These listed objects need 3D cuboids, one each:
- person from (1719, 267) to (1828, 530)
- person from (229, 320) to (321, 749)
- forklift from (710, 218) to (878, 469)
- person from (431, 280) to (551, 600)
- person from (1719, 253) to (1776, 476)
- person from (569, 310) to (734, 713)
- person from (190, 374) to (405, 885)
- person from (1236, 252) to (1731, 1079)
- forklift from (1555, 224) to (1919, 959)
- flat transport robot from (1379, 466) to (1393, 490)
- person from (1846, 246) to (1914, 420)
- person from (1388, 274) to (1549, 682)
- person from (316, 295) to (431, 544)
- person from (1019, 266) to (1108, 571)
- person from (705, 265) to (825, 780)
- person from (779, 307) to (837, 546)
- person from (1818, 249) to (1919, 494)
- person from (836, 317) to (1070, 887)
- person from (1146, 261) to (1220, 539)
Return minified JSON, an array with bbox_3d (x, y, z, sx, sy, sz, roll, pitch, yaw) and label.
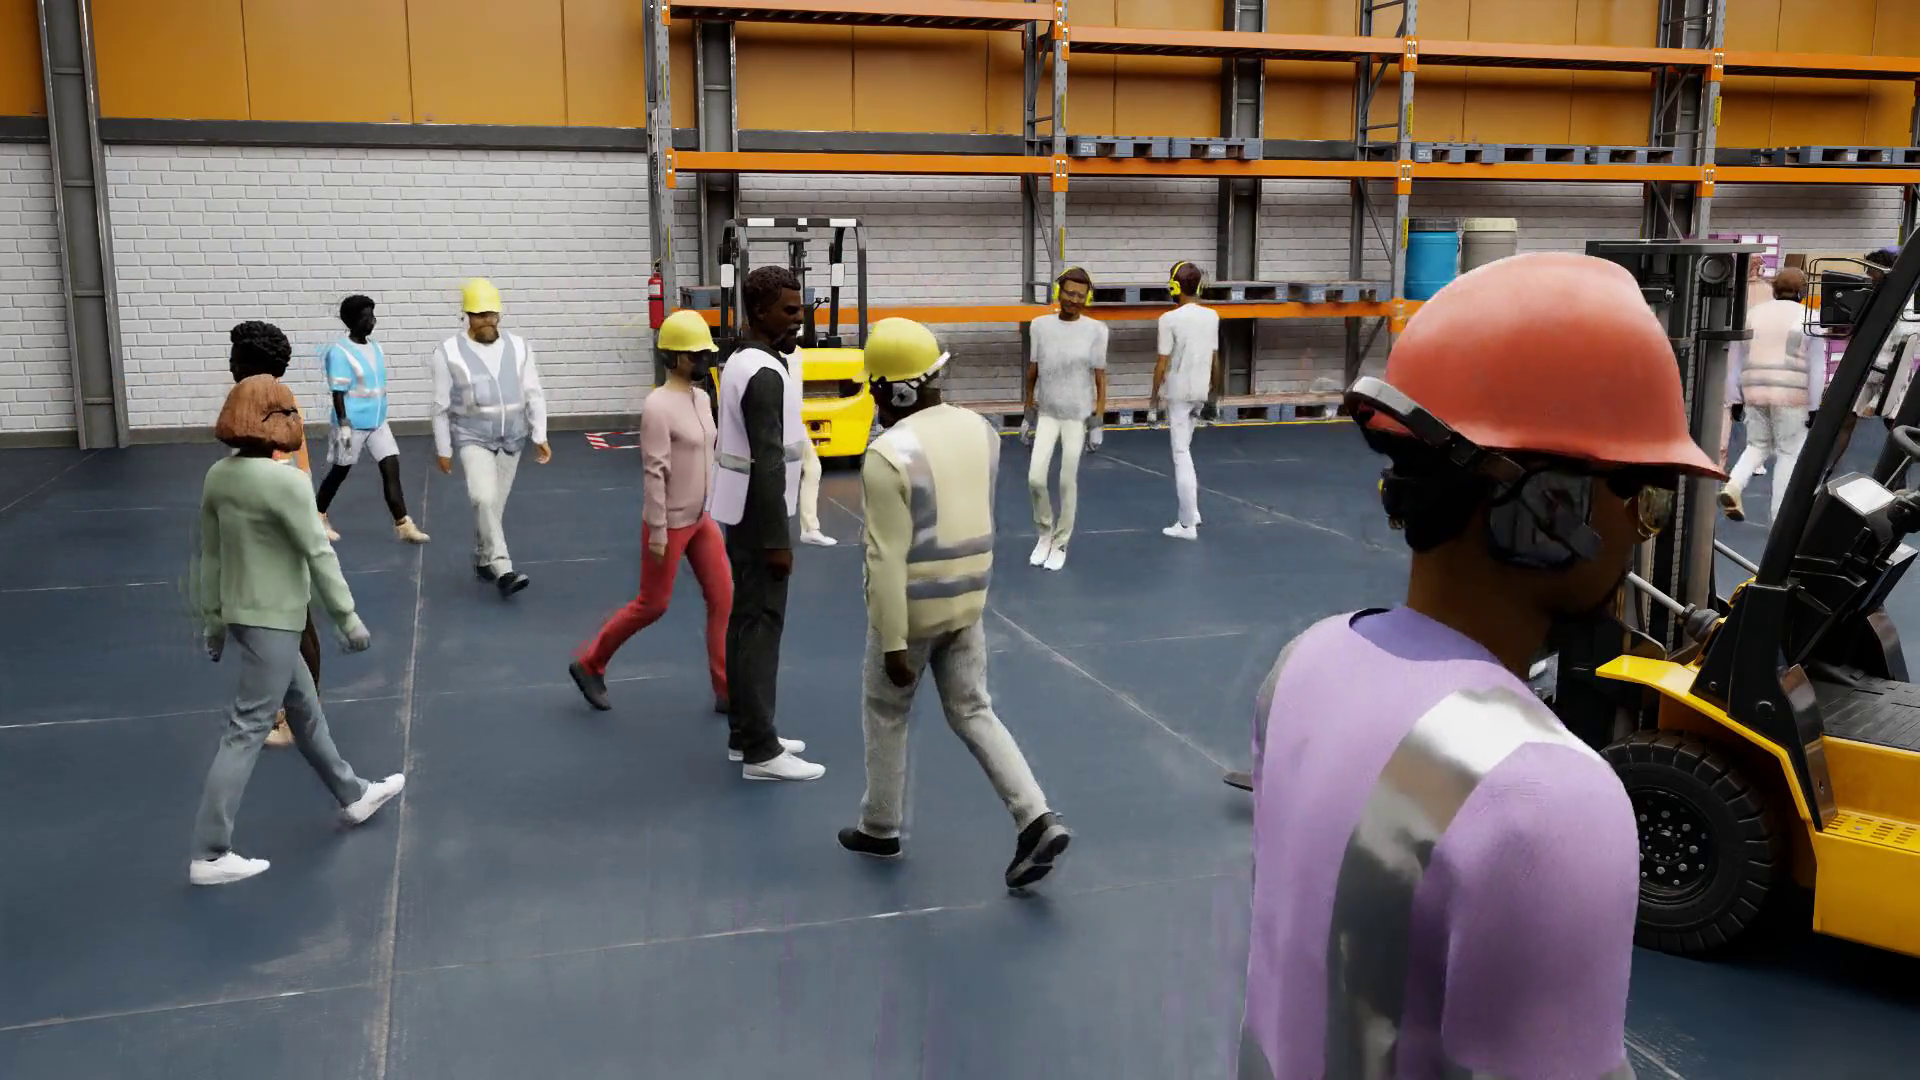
[{"bbox_3d":[5.577,-0.955,11.425,0.563,1.827,0.621,-7,12,-33],"label":"person"},{"bbox_3d":[-2.732,-0.023,6.643,0.316,1.695,0.541,-3,11,-17],"label":"person"},{"bbox_3d":[-1.522,-1.778,14.899,1.214,2.155,2.313,-3,11,-17],"label":"forklift"},{"bbox_3d":[-2.622,-0.568,9.413,0.588,1.771,0.956,-8,13,-39],"label":"person"},{"bbox_3d":[6.669,-1.499,14.166,0.649,1.904,0.401,5,11,25],"label":"person"},{"bbox_3d":[-1.249,-0.098,6.984,0.839,1.736,0.525,4,11,19],"label":"person"},{"bbox_3d":[-2.180,0.263,5.378,0.505,1.588,0.863,8,13,39],"label":"person"},{"bbox_3d":[0.356,0.742,1.603,0.807,2.018,0.641,-1,10,-3],"label":"person"},{"bbox_3d":[2.909,0.117,4.508,2.313,2.155,1.214,9,14,40],"label":"forklift"},{"bbox_3d":[3.824,-0.388,12.551,0.652,0.197,1.431,-3,11,-17],"label":"flat transport robot"},{"bbox_3d":[10.192,-2.293,18.515,0.872,1.909,0.610,-4,11,-21],"label":"person"},{"bbox_3d":[2.199,-0.199,7.119,0.988,1.883,0.590,-3,11,-15],"label":"person"},{"bbox_3d":[-3.979,-0.789,10.963,0.875,1.654,0.542,4,11,20],"label":"person"},{"bbox_3d":[0.613,-0.721,10.055,0.556,1.844,0.429,3,11,17],"label":"person"},{"bbox_3d":[-0.751,-0.062,6.257,0.398,1.916,0.590,-3,11,-15],"label":"person"},{"bbox_3d":[-1.069,-0.723,10.723,0.619,1.615,0.504,6,12,28],"label":"person"},{"bbox_3d":[7.072,-1.292,12.977,0.969,1.914,0.630,-2,11,-13],"label":"person"},{"bbox_3d":[-0.051,0.206,5.172,0.850,1.789,0.580,10,14,43],"label":"person"},{"bbox_3d":[1.472,-0.934,11.189,0.552,1.857,0.484,-7,13,-35],"label":"person"}]
